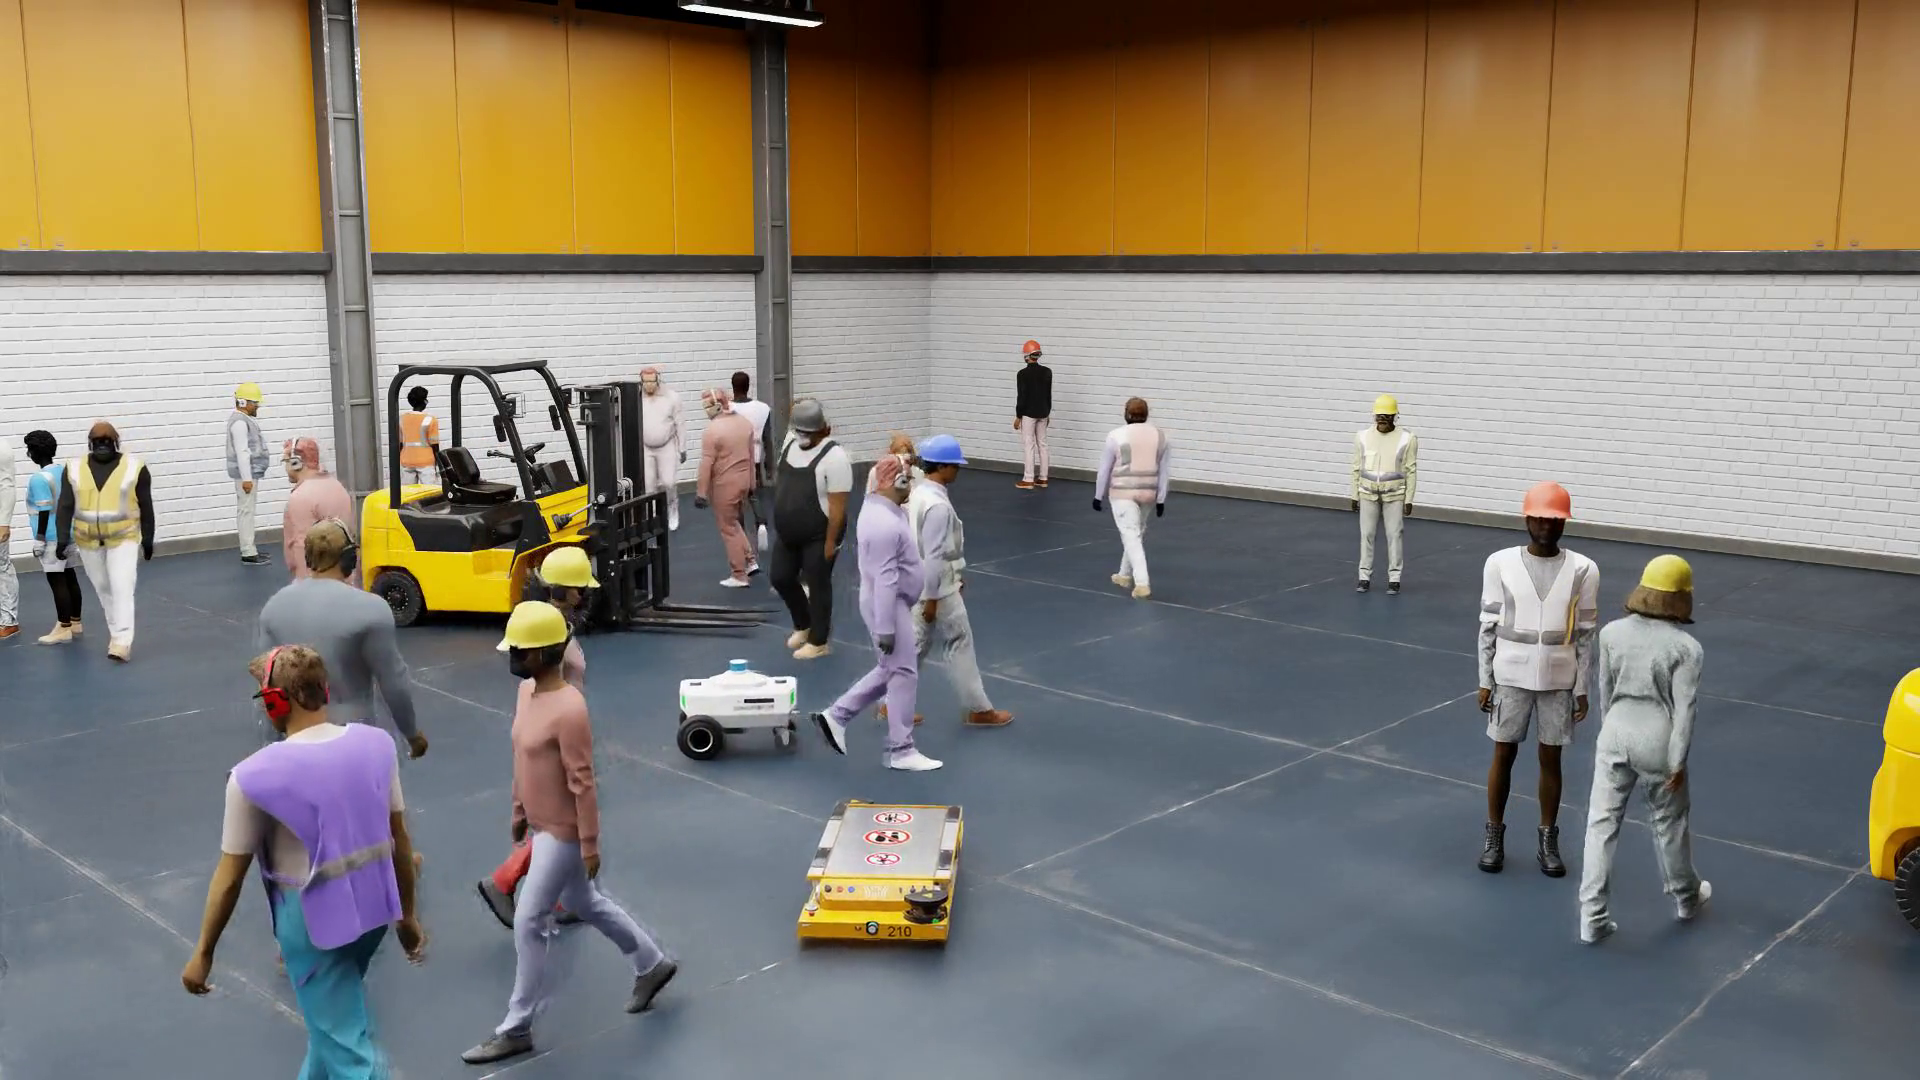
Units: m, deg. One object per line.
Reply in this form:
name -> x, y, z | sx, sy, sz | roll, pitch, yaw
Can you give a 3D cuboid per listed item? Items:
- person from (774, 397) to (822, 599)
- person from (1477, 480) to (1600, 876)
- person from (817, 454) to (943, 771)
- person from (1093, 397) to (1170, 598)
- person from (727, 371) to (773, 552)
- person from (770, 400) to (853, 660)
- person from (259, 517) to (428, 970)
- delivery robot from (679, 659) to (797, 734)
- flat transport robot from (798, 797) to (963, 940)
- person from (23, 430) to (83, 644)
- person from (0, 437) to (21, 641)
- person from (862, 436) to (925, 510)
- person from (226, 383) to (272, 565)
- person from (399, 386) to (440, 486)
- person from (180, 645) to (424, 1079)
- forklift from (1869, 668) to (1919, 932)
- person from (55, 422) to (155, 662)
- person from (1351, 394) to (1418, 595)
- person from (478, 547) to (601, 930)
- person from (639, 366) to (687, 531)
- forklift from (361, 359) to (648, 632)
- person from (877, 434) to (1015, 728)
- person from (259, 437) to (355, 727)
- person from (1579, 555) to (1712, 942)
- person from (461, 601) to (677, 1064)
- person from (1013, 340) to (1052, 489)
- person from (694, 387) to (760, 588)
person -> -1.429, -0.369, 14.864 | 0.591, 1.813, 0.542 | 0, 9, 3
person -> 2.803, 0.670, 8.106 | 0.544, 1.943, 0.347 | 2, 10, 13
person -> -0.475, 0.426, 9.801 | 0.637, 1.879, 0.669 | -1, 9, -6
person -> 1.571, -0.393, 15.092 | 0.632, 1.802, 0.952 | -4, 10, -23
person -> -2.216, -0.792, 17.208 | 0.599, 1.904, 0.724 | -3, 10, -19
person -> -1.150, -0.096, 12.501 | 0.769, 2.000, 0.544 | 8, 12, 41
person -> -2.685, 0.835, 7.285 | 0.635, 1.883, 1.027 | 4, 10, 23
delivery robot -> -1.353, 0.976, 10.187 | 0.707, 0.478, 0.477 | -1, 9, -7
flat transport robot -> -0.343, 1.533, 7.923 | 0.652, 0.197, 1.431 | 1, 9, 3
person -> -7.164, -0.026, 13.139 | 0.320, 1.692, 0.531 | -1, 9, -7
person -> -7.773, -0.160, 13.222 | 0.628, 1.935, 0.373 | 3, 10, 20
person -> -0.558, -0.096, 13.921 | 0.561, 1.564, 0.888 | -4, 10, -23
person -> -7.127, -0.666, 16.671 | 0.404, 1.819, 0.591 | -3, 10, -20
person -> -5.848, -0.817, 18.000 | 0.531, 1.691, 0.321 | 3, 10, 16
person -> -2.022, 1.222, 5.185 | 0.903, 1.789, 0.614 | 4, 10, 25
forklift -> 5.205, 0.723, 7.013 | 2.313, 2.155, 1.214 | 9, 13, 43
person -> -6.472, 0.014, 12.596 | 0.635, 1.794, 0.934 | -2, 9, -11
person -> 3.843, -0.416, 15.126 | 0.592, 1.826, 0.403 | 5, 10, 27
person -> -1.824, 0.891, 7.348 | 0.513, 1.746, 0.521 | -3, 10, -15
person -> -3.401, -1.001, 18.549 | 0.682, 1.879, 0.434 | -1, 9, -4
forklift -> -3.850, -0.407, 13.936 | 2.313, 2.155, 1.214 | 2, 9, 11
person -> -0.125, 0.272, 10.626 | 0.874, 1.912, 0.608 | -2, 10, -14
person -> -4.204, 0.276, 10.733 | 0.767, 1.872, 0.662 | 1, 9, 9
person -> 3.064, 0.907, 7.393 | 0.865, 1.699, 0.499 | -9, 13, -43
person -> -1.478, 1.063, 6.337 | 0.850, 1.732, 0.540 | -6, 11, -32
person -> 0.977, -1.687, 22.392 | 0.610, 1.996, 0.378 | -8, 12, -39
person -> -2.156, -0.475, 15.344 | 0.439, 1.874, 0.678 | 5, 10, 27
